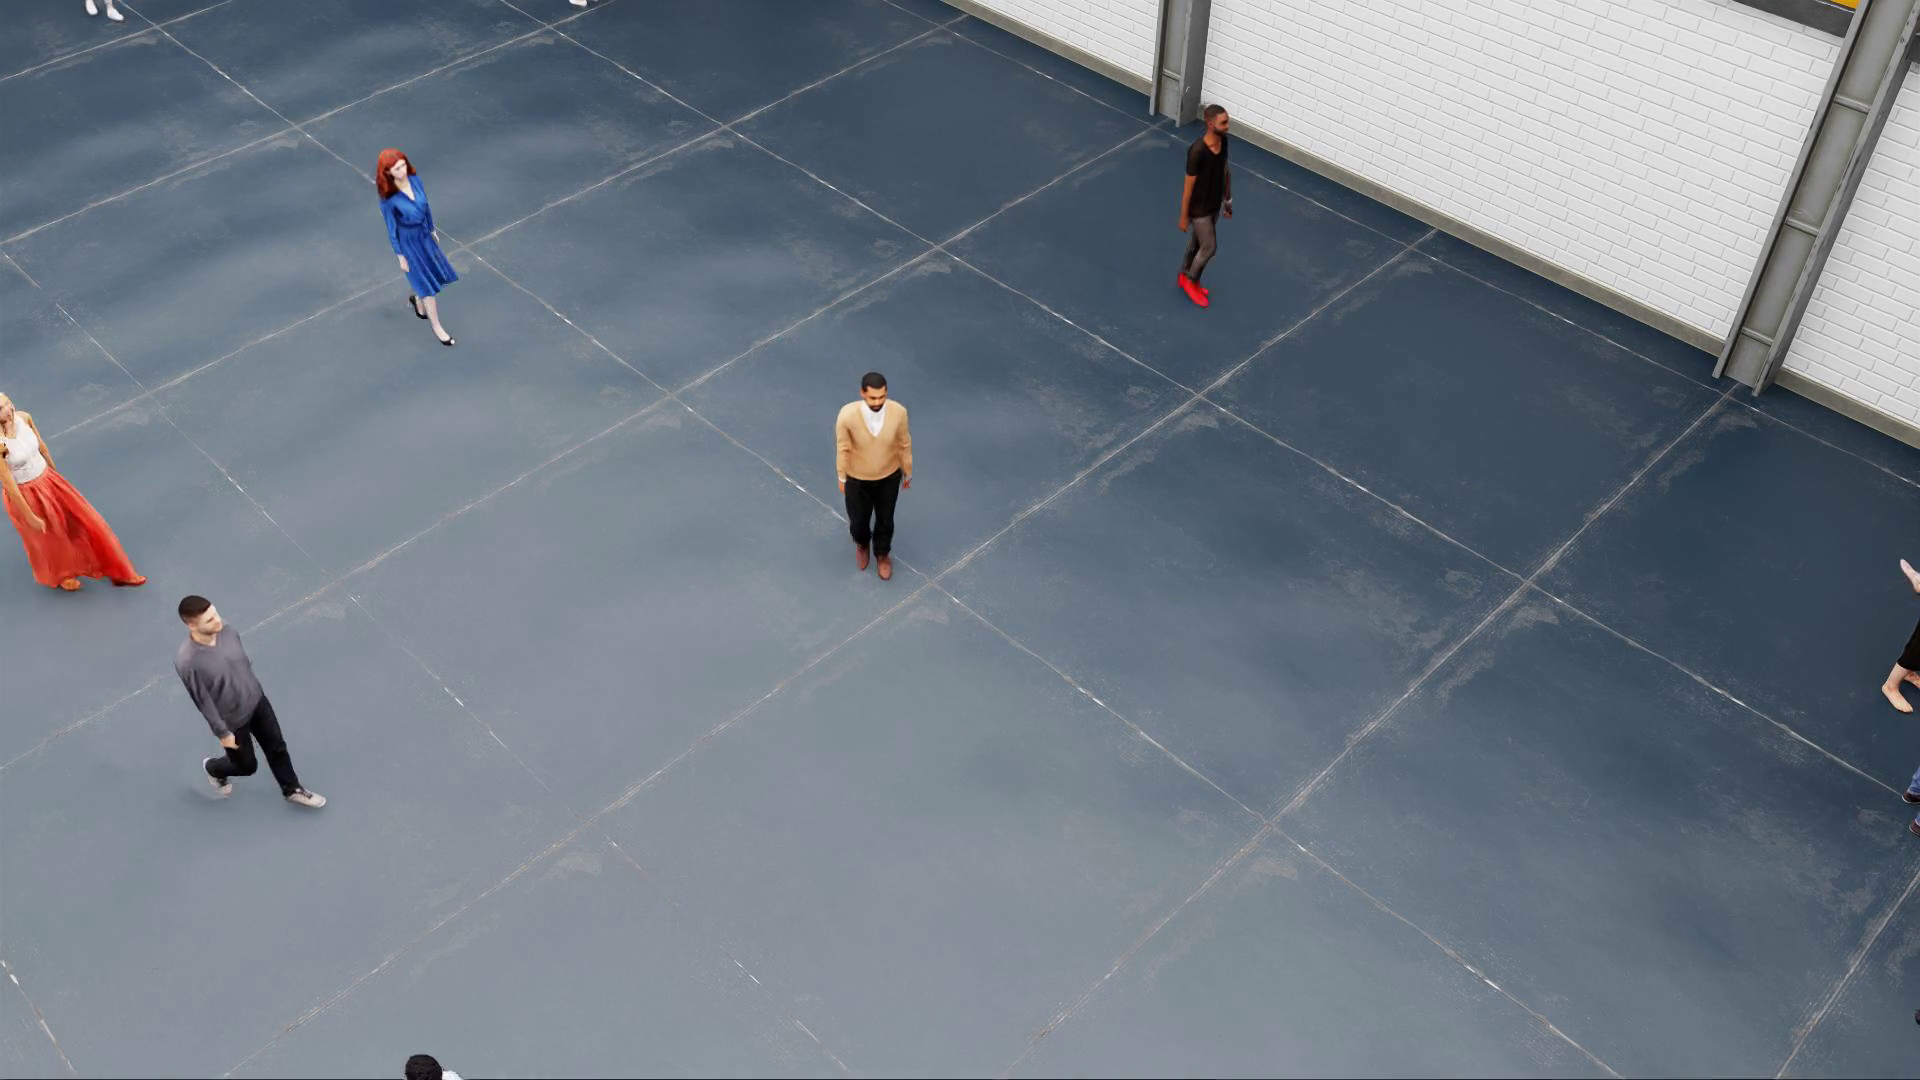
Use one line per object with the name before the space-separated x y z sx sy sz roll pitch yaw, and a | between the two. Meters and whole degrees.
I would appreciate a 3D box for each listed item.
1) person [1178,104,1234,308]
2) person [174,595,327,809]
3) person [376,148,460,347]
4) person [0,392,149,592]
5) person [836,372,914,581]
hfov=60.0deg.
person | 1.943 -2.812 13.799 0.662 1.791 0.685 29 51 27
person | -4.339 0.993 9.836 1.067 1.749 0.885 12 45 13
person | -4.400 -2.347 13.297 0.865 1.811 0.751 19 47 19
person | -6.289 -0.310 11.184 1.143 1.777 0.978 10 44 10
person | -0.612 -0.493 11.399 0.793 1.743 0.824 -8 44 -8
